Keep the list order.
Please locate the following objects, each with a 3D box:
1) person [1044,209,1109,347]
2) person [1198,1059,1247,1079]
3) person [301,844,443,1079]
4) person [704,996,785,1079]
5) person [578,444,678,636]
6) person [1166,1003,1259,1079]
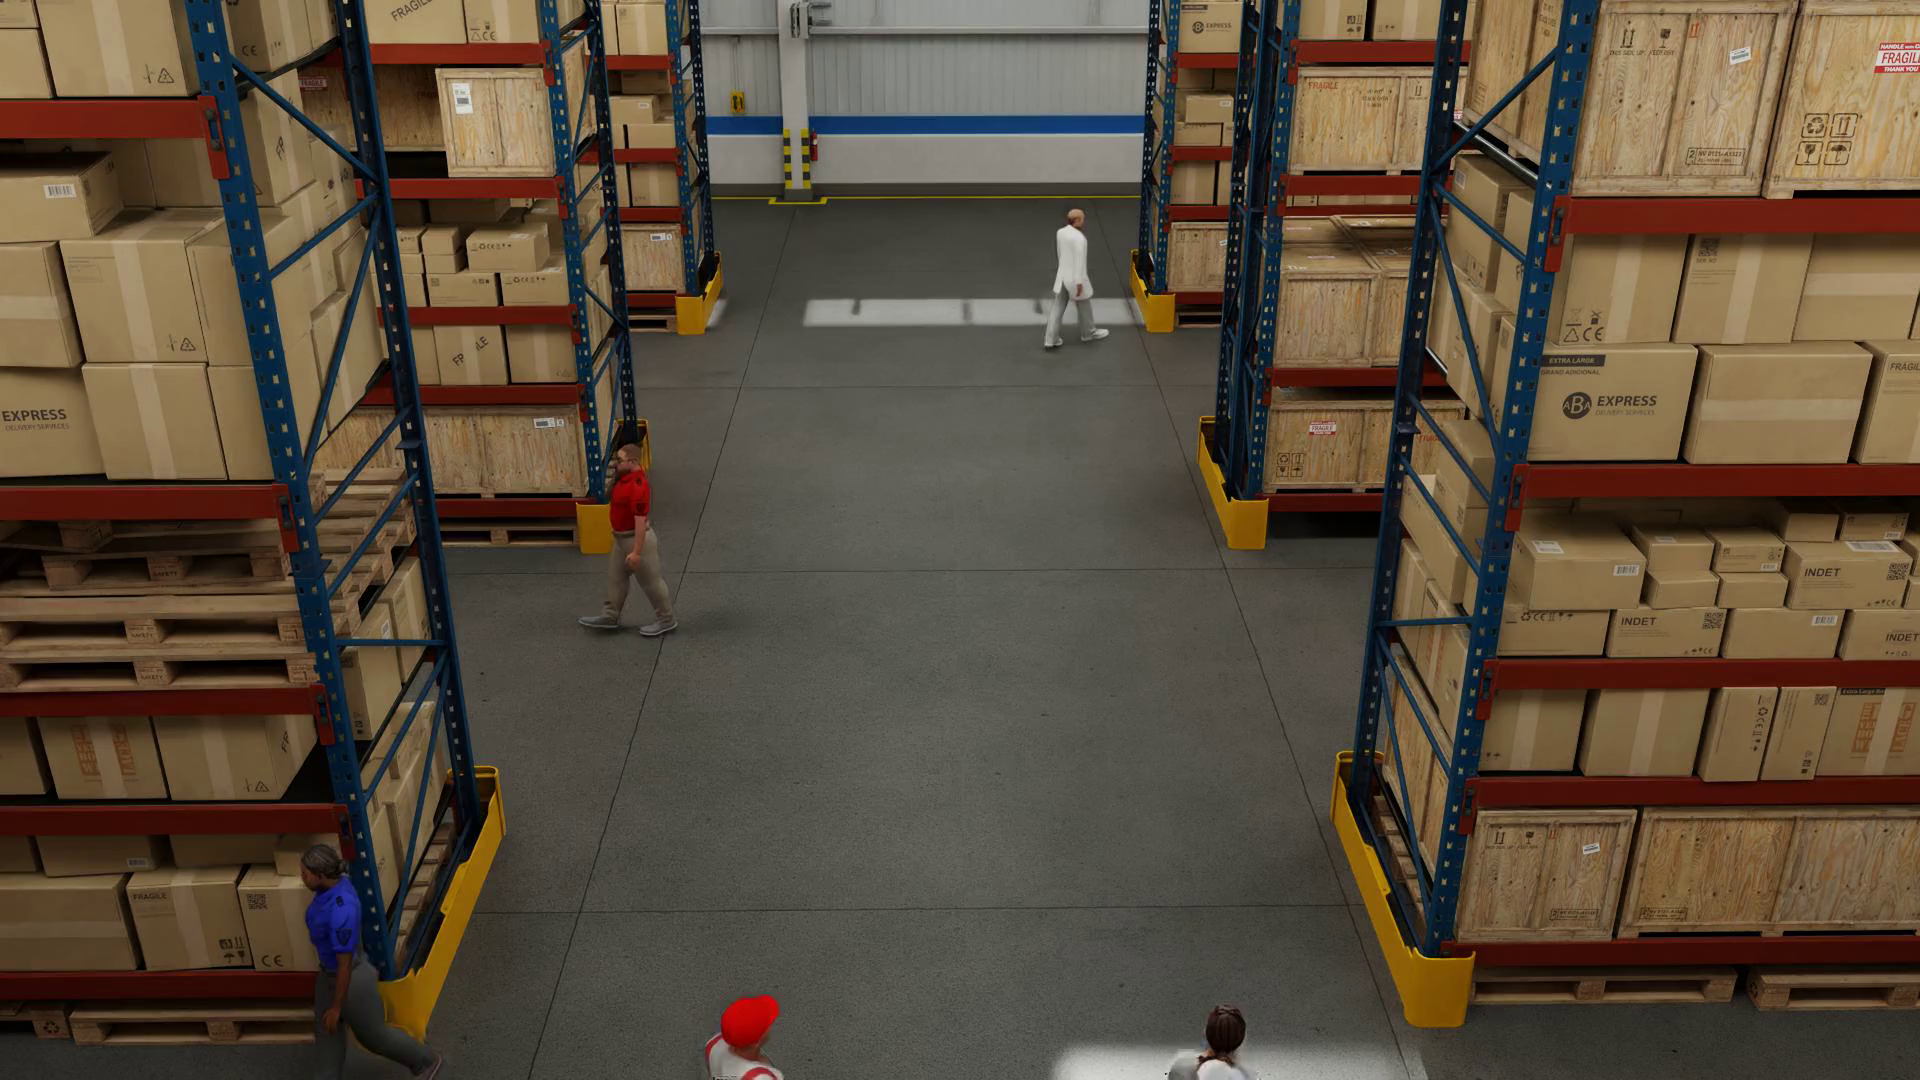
[{"bbox_3d":[1.435,-3.329,20.976,0.947,1.753,0.680,-18,30,-33],"label":"person"},{"bbox_3d":[1.115,3.014,7.362,0.554,1.777,0.750,-5,26,-12],"label":"person"},{"bbox_3d":[-3.317,2.376,8.949,0.854,1.646,0.542,-14,29,-28],"label":"person"},{"bbox_3d":[-0.916,2.823,7.748,0.441,1.784,0.540,-13,28,-25],"label":"person"},{"bbox_3d":[-2.819,0.031,13.850,0.800,1.720,0.548,-10,27,-20],"label":"person"},{"bbox_3d":[1.159,2.891,7.835,0.455,1.645,0.878,4,25,9],"label":"person"}]
